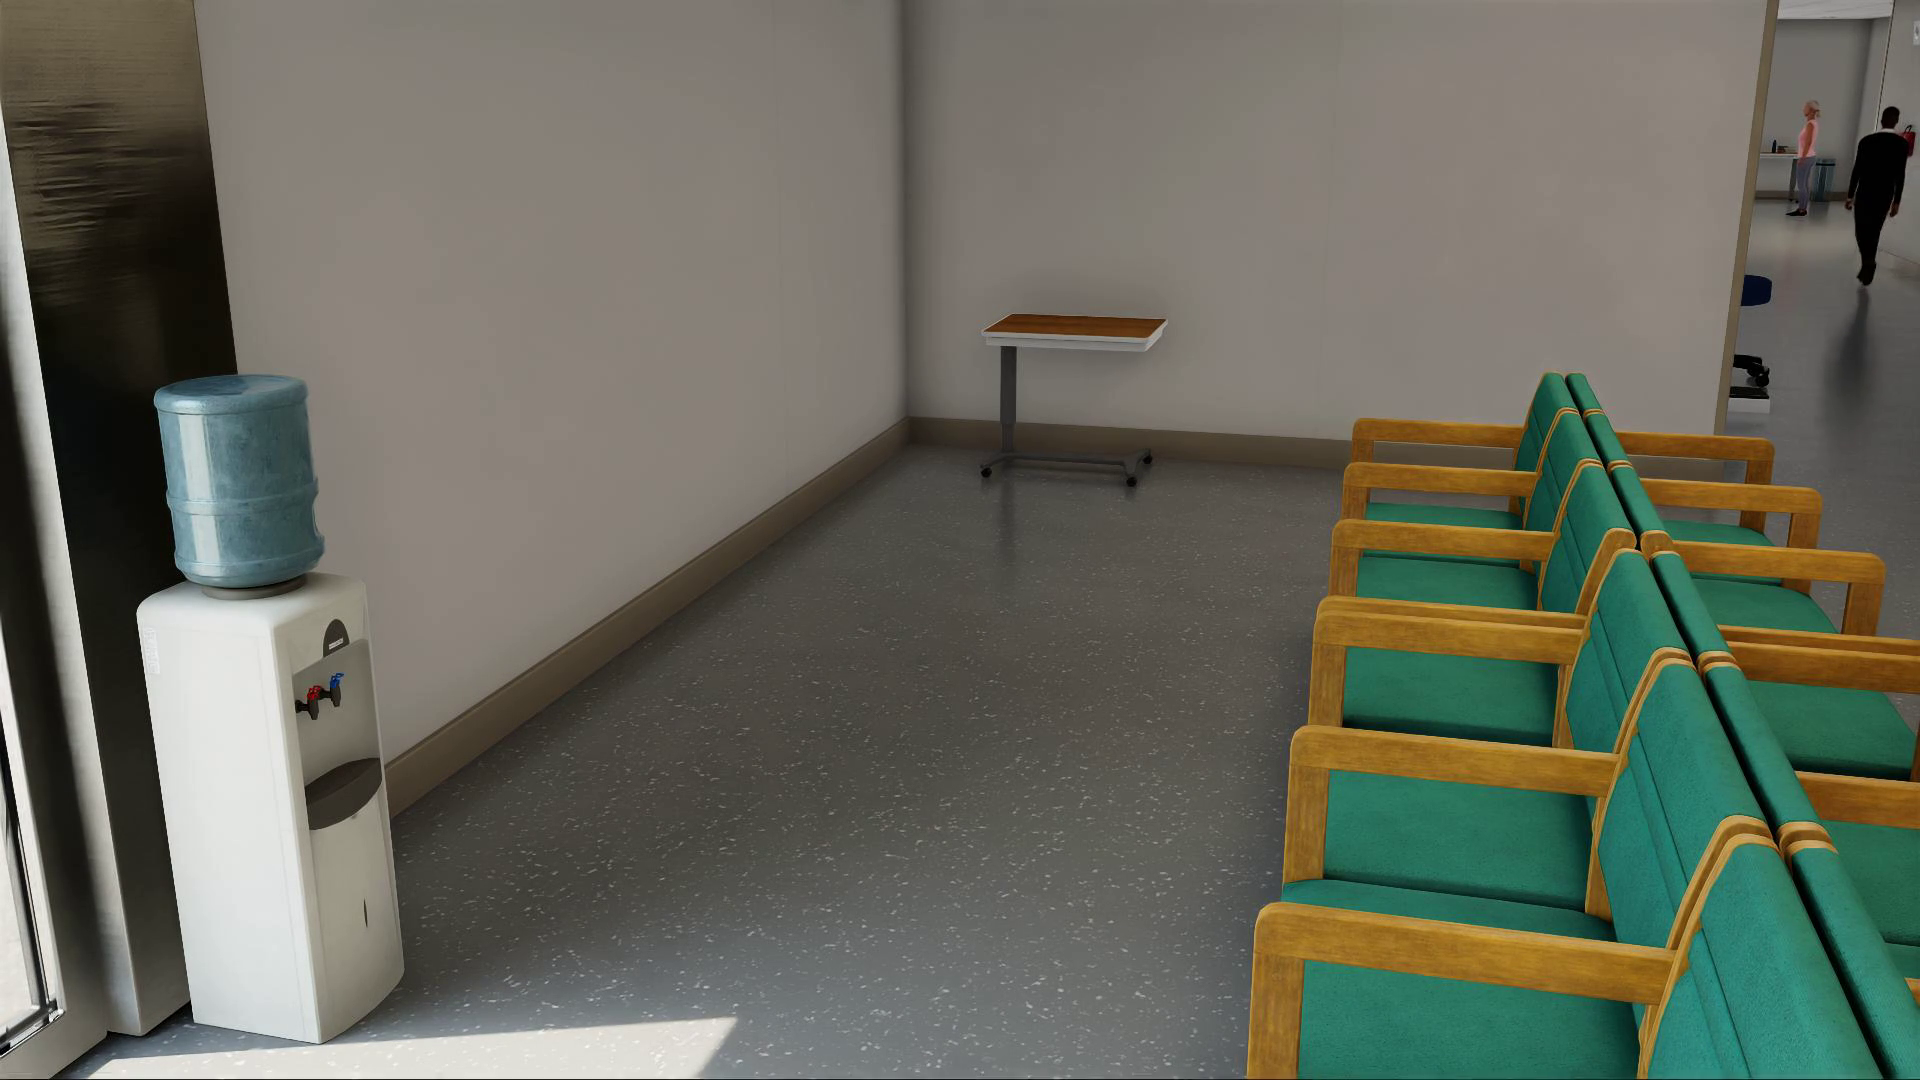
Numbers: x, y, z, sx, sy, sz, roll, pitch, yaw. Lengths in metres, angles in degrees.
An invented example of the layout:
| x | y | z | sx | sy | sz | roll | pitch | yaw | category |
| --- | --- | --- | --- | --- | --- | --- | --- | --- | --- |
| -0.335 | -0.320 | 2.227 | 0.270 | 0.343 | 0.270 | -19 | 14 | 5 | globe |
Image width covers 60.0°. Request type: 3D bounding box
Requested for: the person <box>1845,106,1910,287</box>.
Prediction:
| x | y | z | sx | sy | sz | roll | pitch | yaw | category |
| --- | --- | --- | --- | --- | --- | --- | --- | --- | --- |
| 9.319 | -3.472 | 16.922 | 1.069 | 1.780 | 0.691 | 4 | 16 | 15 | person |

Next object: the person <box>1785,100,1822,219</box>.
| x | y | z | sx | sy | sz | roll | pitch | yaw | category |
| --- | --- | --- | --- | --- | --- | --- | --- | --- | --- |
| 12.820 | -5.772 | 25.181 | 0.640 | 1.726 | 0.636 | 12 | 20 | 37 | person |
